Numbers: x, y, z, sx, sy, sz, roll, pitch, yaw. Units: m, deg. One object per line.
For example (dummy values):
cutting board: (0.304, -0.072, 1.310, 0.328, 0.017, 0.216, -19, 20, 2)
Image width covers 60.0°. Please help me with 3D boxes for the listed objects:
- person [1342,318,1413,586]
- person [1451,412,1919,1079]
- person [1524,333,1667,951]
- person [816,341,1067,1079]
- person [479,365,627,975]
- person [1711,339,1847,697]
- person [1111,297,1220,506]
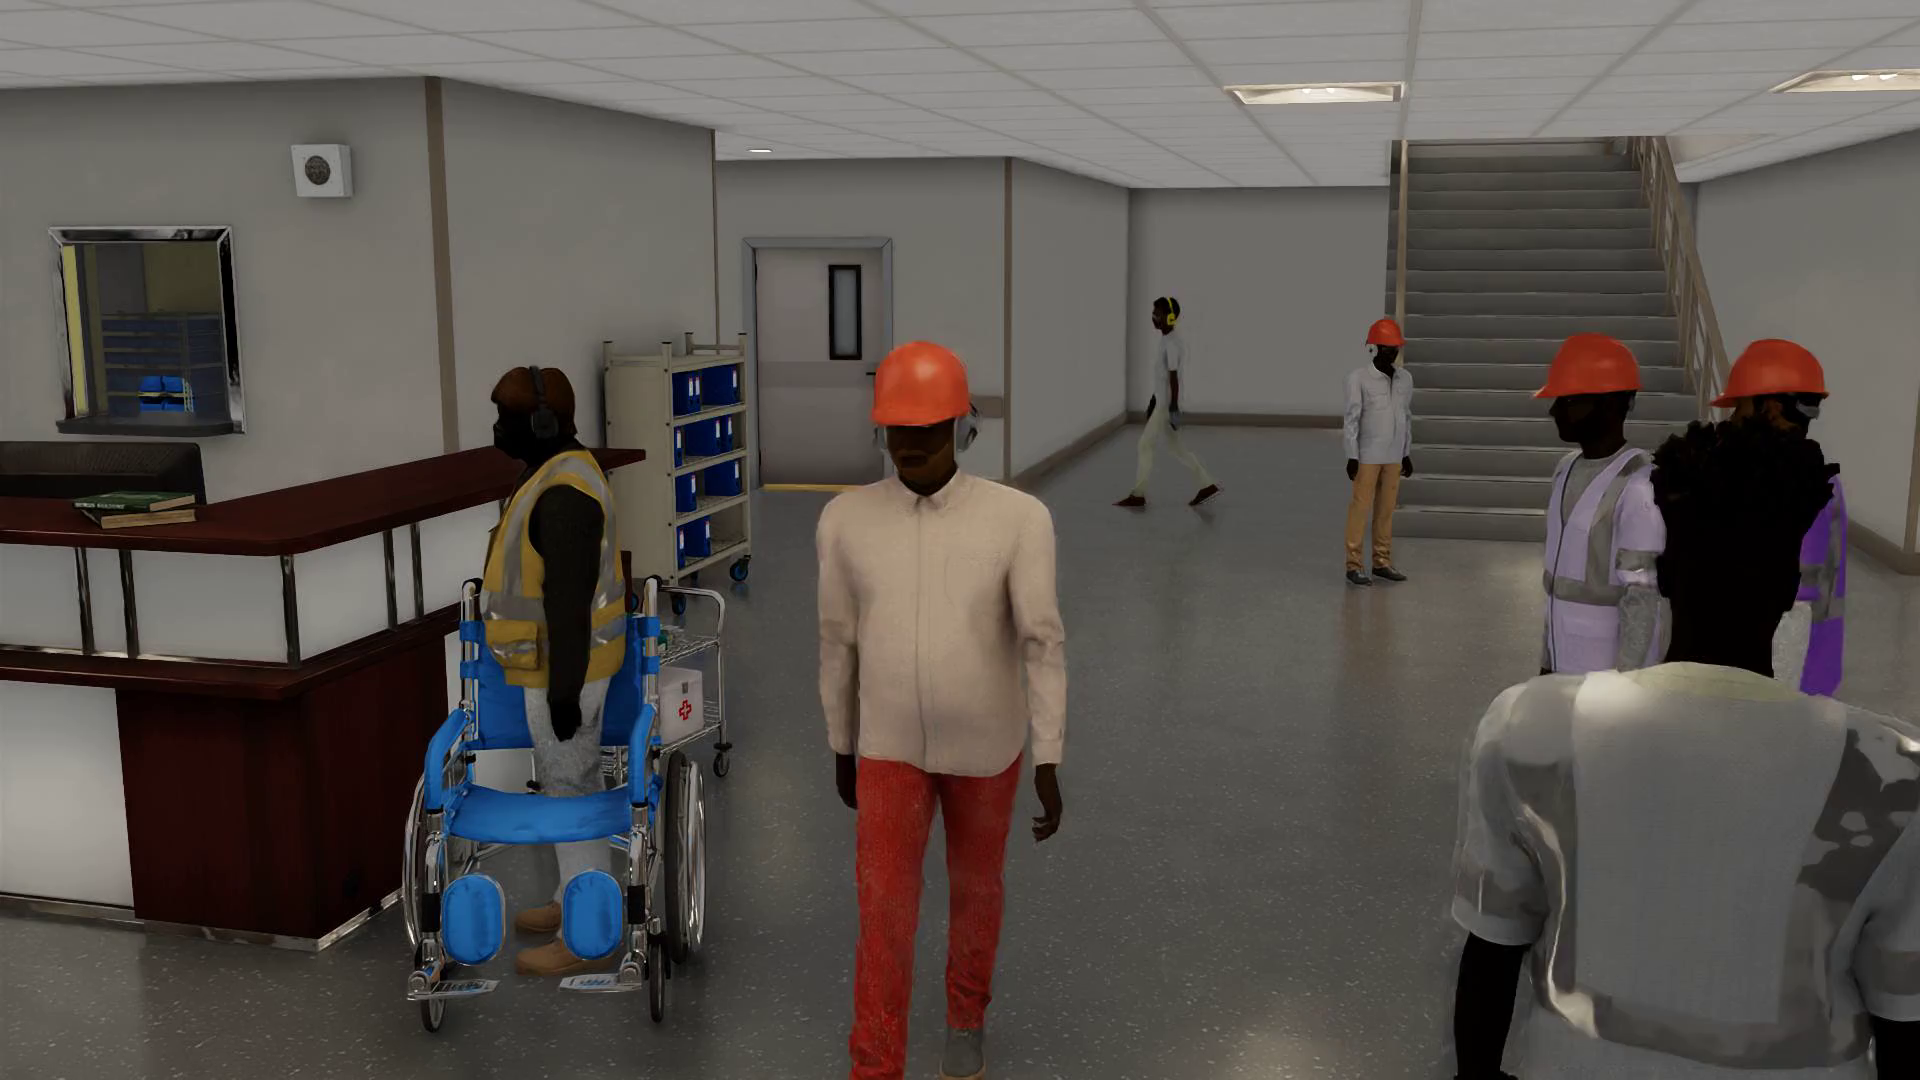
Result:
person: (2.769, -0.579, 10.963, 0.565, 1.751, 0.330, -5, 11, -29)
person: (0.964, 0.806, 2.218, 0.614, 1.949, 0.457, 7, 12, 34)
person: (1.870, 0.354, 4.966, 0.385, 1.933, 0.545, -1, 10, -8)
person: (-0.059, 0.506, 3.996, 0.628, 1.940, 0.998, 1, 10, 7)
person: (-1.230, 0.388, 5.060, 0.429, 1.836, 0.633, -3, 10, -16)
person: (2.315, 0.388, 4.787, 0.400, 1.918, 0.573, 4, 10, 23)
person: (1.807, -1.171, 14.323, 0.892, 1.838, 0.513, 3, 10, 15)
